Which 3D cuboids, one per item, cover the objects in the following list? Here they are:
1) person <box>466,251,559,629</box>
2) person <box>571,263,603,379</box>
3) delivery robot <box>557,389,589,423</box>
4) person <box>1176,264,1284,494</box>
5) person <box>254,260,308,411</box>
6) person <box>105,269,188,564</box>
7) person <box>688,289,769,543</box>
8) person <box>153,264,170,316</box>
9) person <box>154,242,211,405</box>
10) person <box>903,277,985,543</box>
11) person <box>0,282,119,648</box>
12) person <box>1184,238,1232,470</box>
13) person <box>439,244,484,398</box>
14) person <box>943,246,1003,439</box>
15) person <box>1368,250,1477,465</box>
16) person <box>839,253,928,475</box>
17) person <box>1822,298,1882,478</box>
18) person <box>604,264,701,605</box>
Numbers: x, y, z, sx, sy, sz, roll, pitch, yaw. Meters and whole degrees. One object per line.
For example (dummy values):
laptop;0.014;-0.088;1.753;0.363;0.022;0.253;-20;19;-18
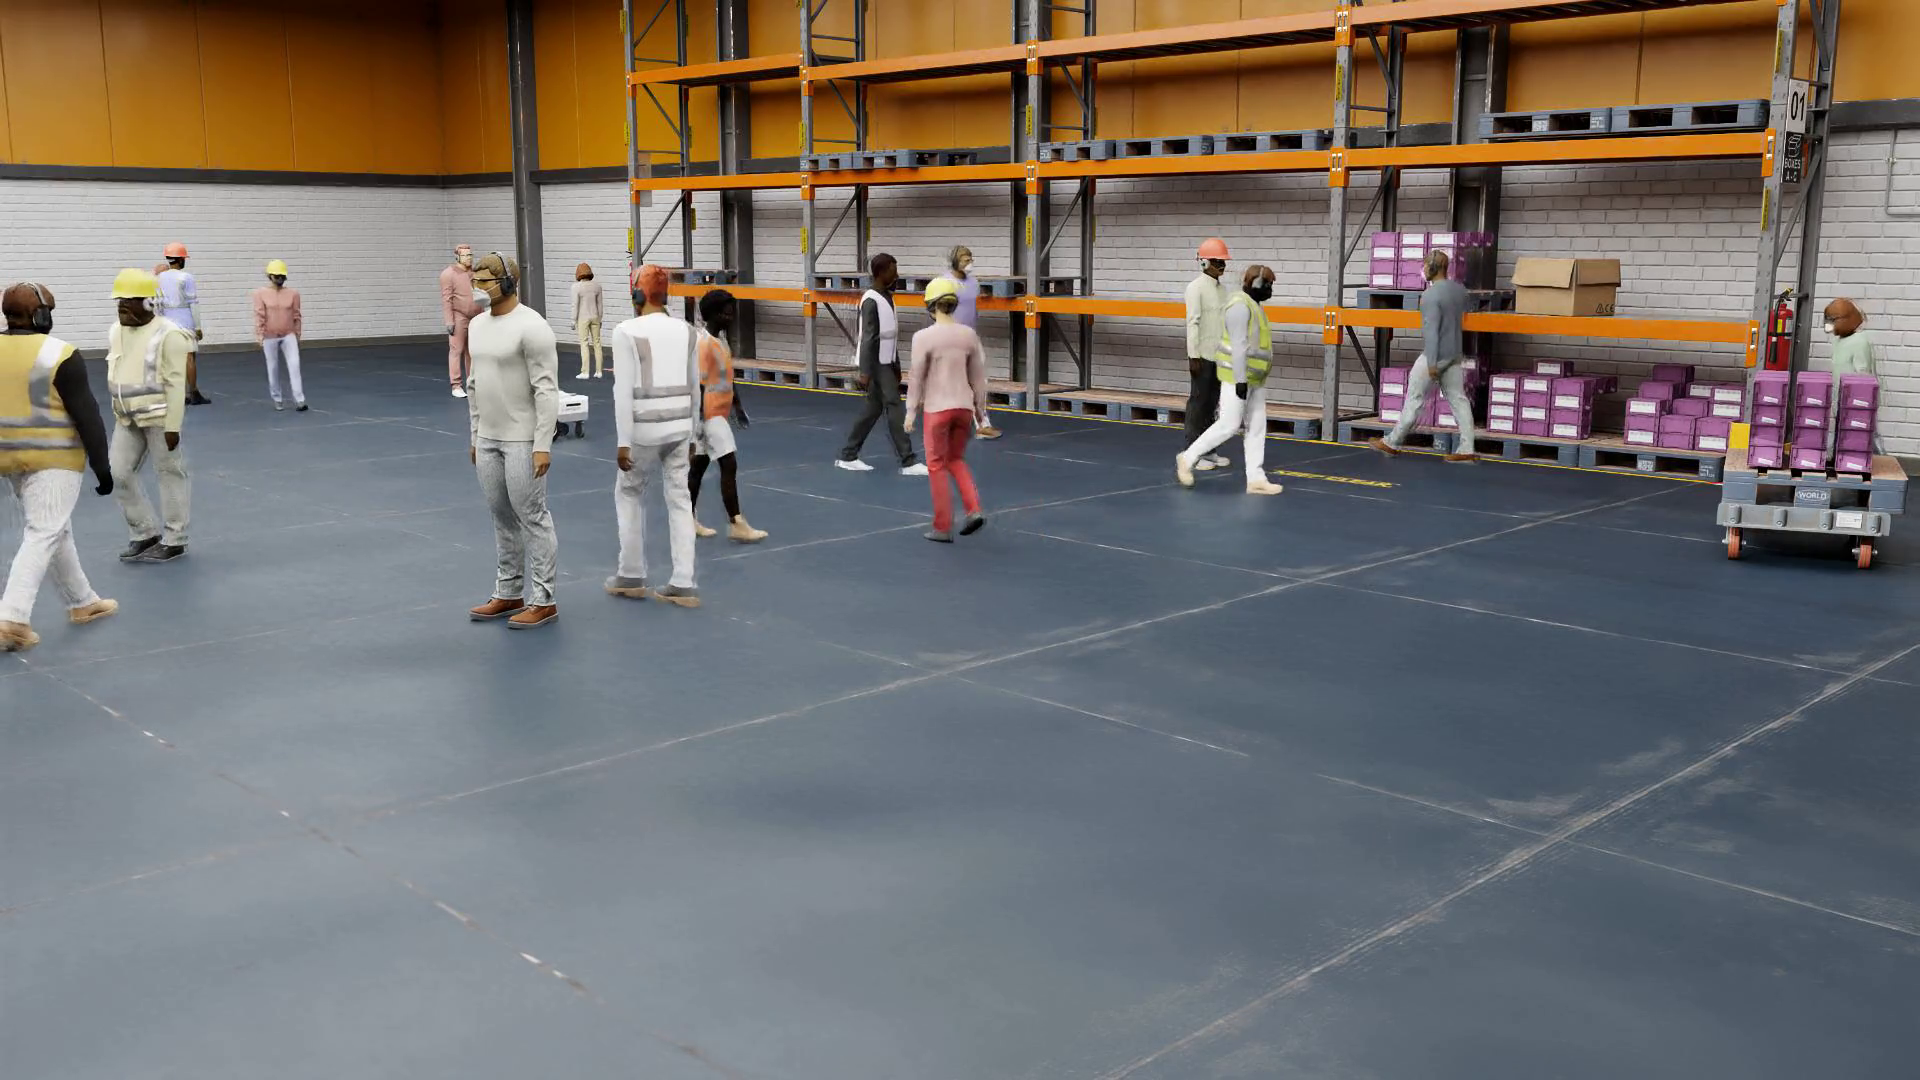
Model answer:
person;-2.323;-0.511;8.606;0.634;1.937;0.355;8;13;38
person;-5.281;-3.100;23.557;0.499;1.633;0.281;-10;14;-43
delivery robot;-4.036;-1.313;16.502;0.477;0.478;0.707;8;13;38
person;2.149;-1.263;13.094;0.803;1.799;0.681;6;12;28
person;-7.769;-2.314;19.027;0.525;1.730;0.849;-6;12;-30
person;-5.011;-0.739;10.181;0.621;1.814;0.523;4;11;20
person;-1.555;-0.812;10.970;0.737;1.659;0.555;0;10;2
person;-11.280;-3.114;23.674;0.534;1.618;0.578;-1;10;-6
person;-9.299;-2.574;19.863;0.545;1.938;0.355;2;11;12
person;-0.099;-0.852;10.985;0.560;1.747;0.408;-8;13;-38
person;-4.614;-0.388;8.339;0.641;1.799;0.963;2;11;12
person;2.168;-1.614;14.467;0.386;1.992;0.624;7;13;34
person;-6.197;-2.750;20.905;0.402;1.909;0.638;6;12;32
person;0.079;-1.915;16.328;0.844;1.910;0.662;9;14;40
person;4.196;-1.626;14.834;0.655;1.884;1.020;-10;14;-43
person;-0.647;-1.489;14.134;0.908;1.878;0.612;2;11;10
person;6.414;-0.959;12.082;0.934;1.556;0.512;2;11;10
person;-1.735;-0.586;9.218;0.765;1.857;0.616;10;14;43
